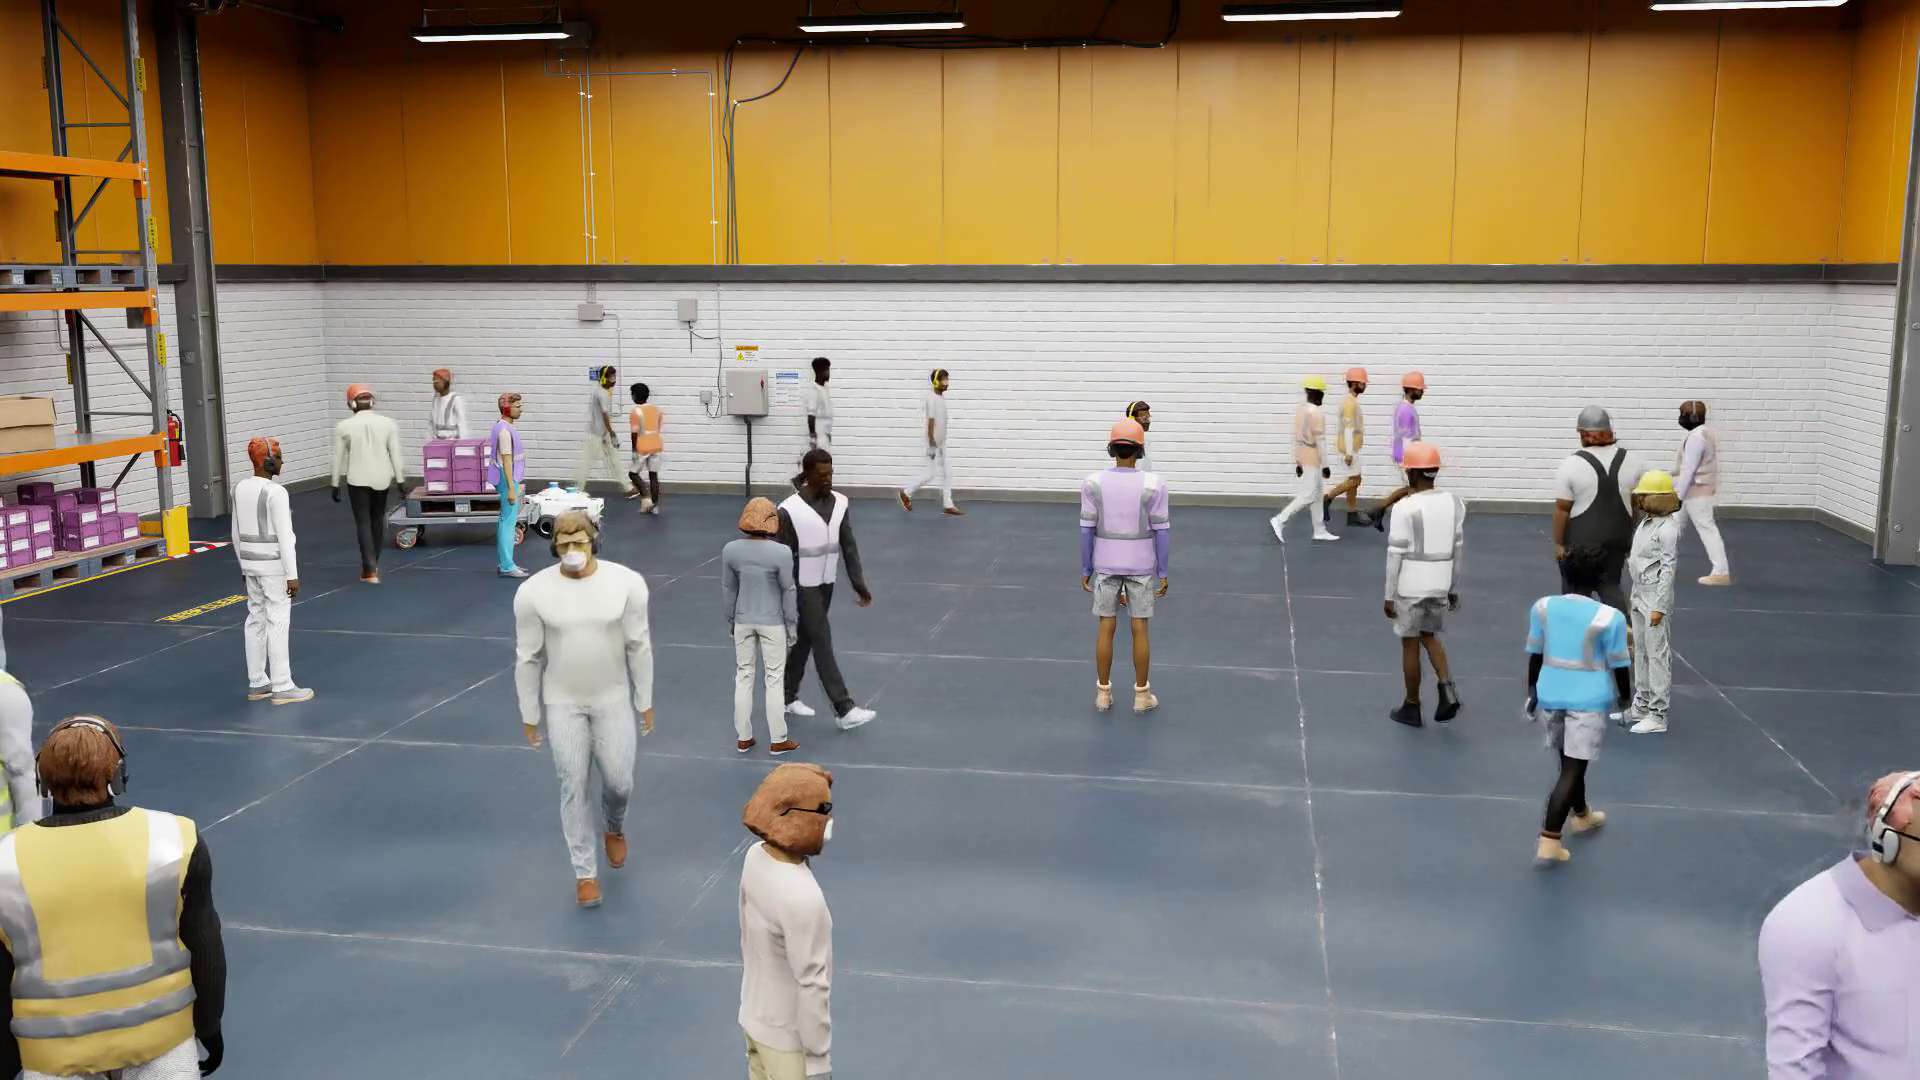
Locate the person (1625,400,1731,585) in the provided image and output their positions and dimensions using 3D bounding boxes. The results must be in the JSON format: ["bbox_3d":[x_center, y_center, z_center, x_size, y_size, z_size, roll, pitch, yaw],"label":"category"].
[{"bbox_3d":[7.068,-0.462,16.191,1.002,1.787,0.644,5,10,27],"label":"person"}]

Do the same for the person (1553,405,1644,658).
[{"bbox_3d":[4.893,-0.038,12.808,0.694,2.000,0.721,-1,9,-3],"label":"person"}]

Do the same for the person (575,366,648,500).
[{"bbox_3d":[-4.660,-1.393,21.928,1.015,1.799,0.528,0,9,-2],"label":"person"}]

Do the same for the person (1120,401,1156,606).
[{"bbox_3d":[1.612,-0.334,15.168,0.328,1.874,0.521,7,11,35],"label":"person"}]

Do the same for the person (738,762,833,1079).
[{"bbox_3d":[-0.494,1.444,4.868,0.289,1.633,0.501,-4,10,-26],"label":"person"}]

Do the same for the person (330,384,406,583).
[{"bbox_3d":[-5.909,-0.580,16.523,0.672,1.918,0.980,-6,11,-33],"label":"person"}]

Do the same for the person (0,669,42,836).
[{"bbox_3d":[-3.904,1.129,6.331,0.654,1.788,0.972,1,9,6],"label":"person"}]

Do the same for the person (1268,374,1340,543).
[{"bbox_3d":[3.873,-0.907,18.611,0.820,1.904,0.590,-1,9,-6],"label":"person"}]

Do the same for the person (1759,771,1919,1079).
[{"bbox_3d":[2.228,1.456,4.118,0.642,1.865,0.983,-1,9,-9],"label":"person"}]

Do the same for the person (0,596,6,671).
[{"bbox_3d":[-4.915,0.785,8.025,0.629,1.937,0.379,1,9,7],"label":"person"}]

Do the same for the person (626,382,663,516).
[{"bbox_3d":[-3.908,-1.118,20.642,0.369,1.680,0.523,8,12,42],"label":"person"}]

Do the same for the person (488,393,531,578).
[{"bbox_3d":[-4.508,-0.544,16.545,0.373,1.843,0.571,-3,10,-18],"label":"person"}]

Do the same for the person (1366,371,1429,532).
[{"bbox_3d":[5.027,-0.955,18.849,0.650,1.923,0.563,2,9,9],"label":"person"}]

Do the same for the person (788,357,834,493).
[{"bbox_3d":[-1.889,-1.422,21.682,0.661,1.946,0.624,1,9,9],"label":"person"}]

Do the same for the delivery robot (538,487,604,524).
[{"bbox_3d":[-4.466,-0.361,19.116,0.707,0.478,0.477,0,9,-2],"label":"delivery robot"}]

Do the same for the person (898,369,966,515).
[{"bbox_3d":[-0.352,-1.224,20.805,0.797,1.845,0.519,3,10,18],"label":"person"}]

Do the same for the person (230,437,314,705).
[{"bbox_3d":[-4.874,0.216,11.722,0.583,1.879,0.337,6,11,32],"label":"person"}]

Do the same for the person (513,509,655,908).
[{"bbox_3d":[-1.814,0.785,8.050,0.653,1.924,0.520,-2,9,-13],"label":"person"}]

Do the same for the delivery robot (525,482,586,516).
[{"bbox_3d":[-4.777,-0.436,19.579,0.707,0.478,0.477,-7,11,-36],"label":"delivery robot"}]

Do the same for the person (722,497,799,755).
[{"bbox_3d":[-1.252,0.539,10.483,0.500,1.633,0.280,3,10,19],"label":"person"}]

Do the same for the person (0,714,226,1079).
[{"bbox_3d":[-2.359,1.383,4.602,0.621,1.845,0.429,-5,10,-26],"label":"person"}]

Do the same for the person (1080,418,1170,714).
[{"bbox_3d":[1.137,0.179,11.456,0.615,2.040,0.380,2,9,14],"label":"person"}]

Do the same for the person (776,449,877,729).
[{"bbox_3d":[-0.899,0.323,11.131,1.013,1.863,0.601,7,11,36],"label":"person"}]

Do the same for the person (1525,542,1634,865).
[{"bbox_3d":[3.226,0.827,8.651,0.850,1.648,0.539,-6,11,-35],"label":"person"}]

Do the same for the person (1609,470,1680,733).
[{"bbox_3d":[4.560,0.400,11.009,0.296,1.744,0.486,0,9,2],"label":"person"}]

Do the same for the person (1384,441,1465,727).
[{"bbox_3d":[3.071,0.309,11.010,0.574,1.926,0.456,-4,10,-22],"label":"person"}]

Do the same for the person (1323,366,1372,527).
[{"bbox_3d":[4.603,-1.106,19.792,0.599,1.924,0.565,2,9,15],"label":"person"}]

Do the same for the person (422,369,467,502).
[{"bbox_3d":[-6.294,-1.131,20.172,0.769,1.855,0.599,-9,13,-43],"label":"person"}]
